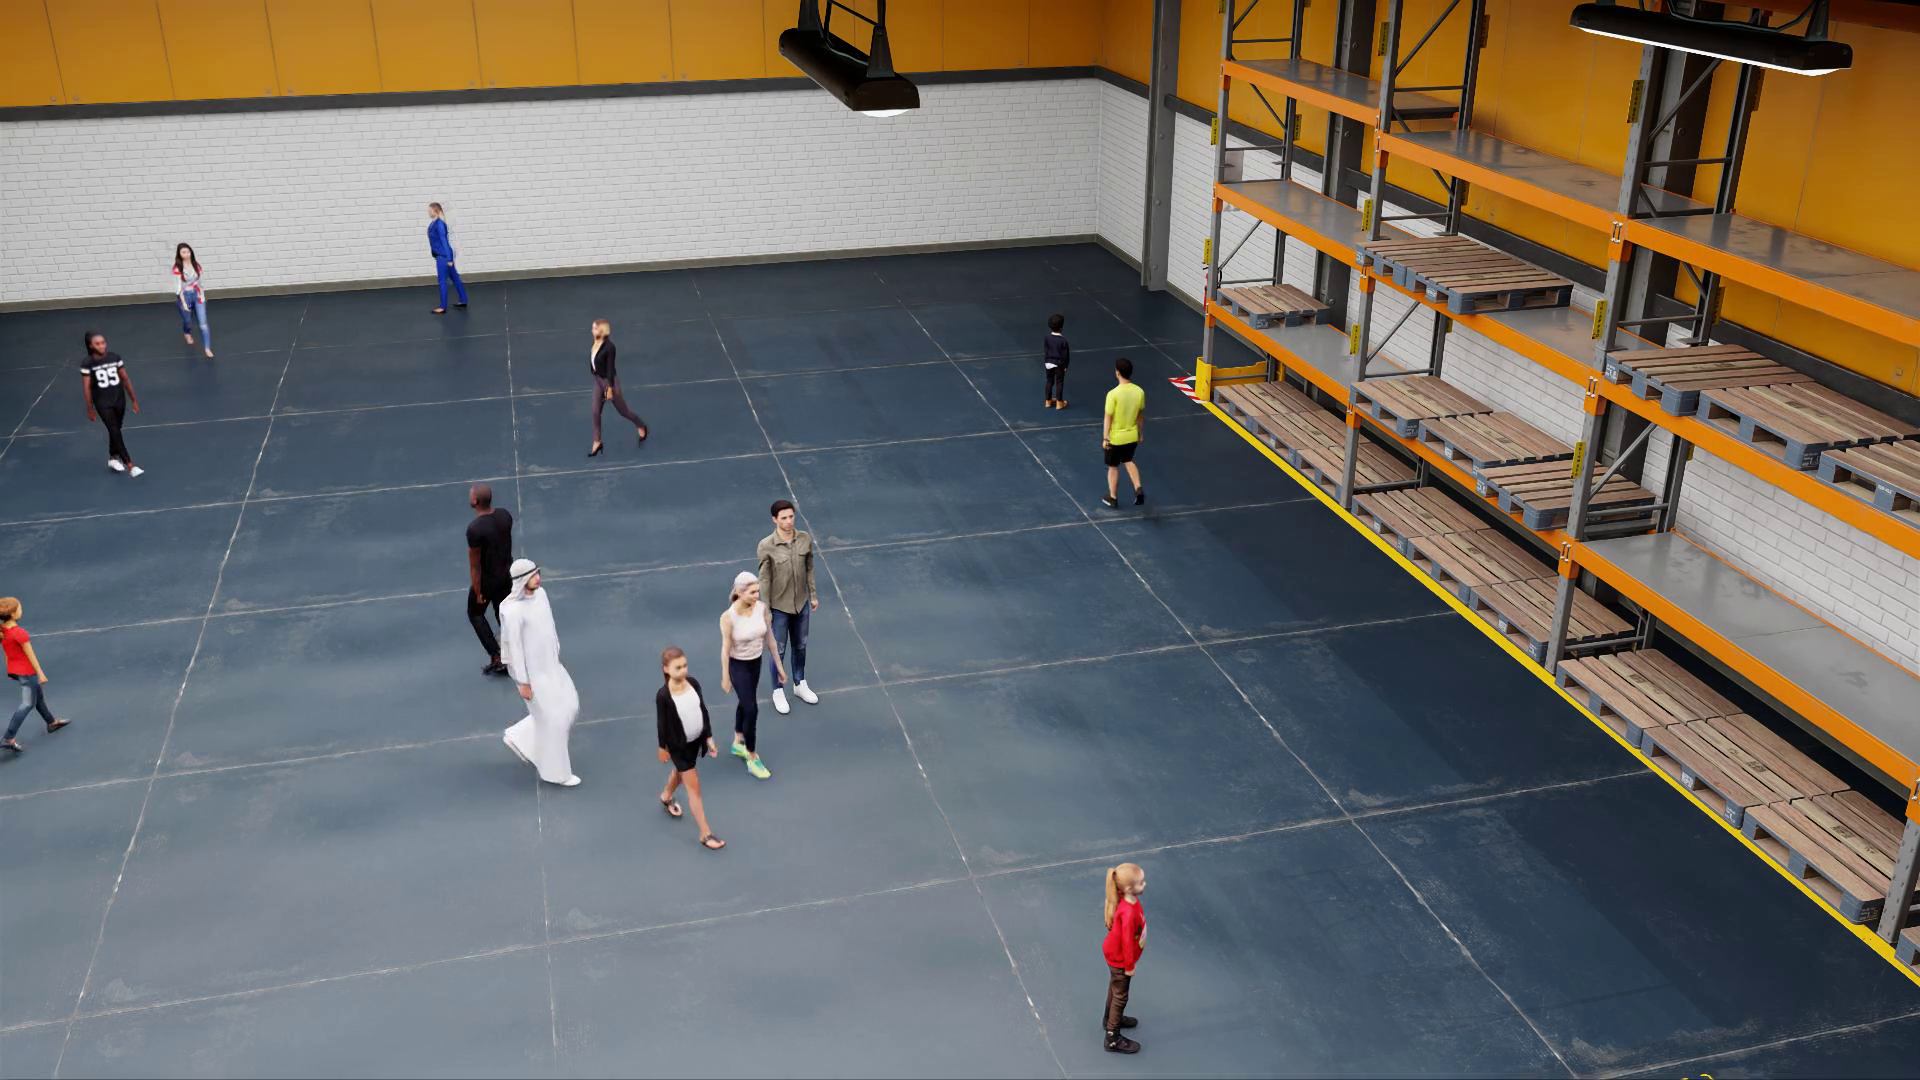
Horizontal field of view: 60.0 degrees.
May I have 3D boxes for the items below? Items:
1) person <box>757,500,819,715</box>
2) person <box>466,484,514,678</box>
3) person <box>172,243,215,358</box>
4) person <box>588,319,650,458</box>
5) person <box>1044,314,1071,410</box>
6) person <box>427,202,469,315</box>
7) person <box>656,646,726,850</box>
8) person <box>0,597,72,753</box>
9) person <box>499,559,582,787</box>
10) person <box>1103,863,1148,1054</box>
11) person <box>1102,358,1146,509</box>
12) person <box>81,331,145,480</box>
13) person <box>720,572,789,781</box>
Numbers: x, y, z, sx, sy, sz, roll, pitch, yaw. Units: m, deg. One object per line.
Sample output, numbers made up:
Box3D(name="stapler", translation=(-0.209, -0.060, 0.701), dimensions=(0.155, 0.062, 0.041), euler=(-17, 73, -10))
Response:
Box3D(name="person", translation=(-1.460, 0.530, 14.052), dimensions=(0.781, 1.865, 0.725), euler=(-16, 28, -32))
Box3D(name="person", translation=(-3.995, 0.379, 14.468), dimensions=(0.844, 1.809, 0.794), euler=(14, 27, 30))
Box3D(name="person", translation=(-10.810, -3.374, 23.339), dimensions=(0.841, 1.581, 1.128), euler=(-17, 29, -34))
Box3D(name="person", translation=(-4.070, -1.797, 19.669), dimensions=(1.091, 1.629, 1.025), euler=(20, 31, 38))
Box3D(name="person", translation=(1.228, -2.290, 21.303), dimensions=(0.567, 1.224, 0.639), euler=(16, 28, 33))
Box3D(name="person", translation=(-7.815, -4.314, 25.375), dimensions=(0.818, 1.673, 0.851), euler=(-9, 25, -20))
Box3D(name="person", translation=(-2.084, 1.470, 12.333), dimensions=(0.905, 1.520, 1.127), euler=(-22, 32, -40))
Box3D(name="person", translation=(-7.641, 1.099, 13.465), dimensions=(0.843, 1.293, 0.910), euler=(13, 27, 27))
Box3D(name="person", translation=(-3.345, 1.011, 12.896), dimensions=(0.991, 1.910, 0.982), euler=(5, 24, 12))
Box3D(name="person", translation=(0.997, 2.535, 10.195), dimensions=(0.600, 1.280, 0.494), euler=(1, 24, 2))
Box3D(name="person", translation=(1.807, -1.118, 18.034), dimensions=(0.715, 1.694, 0.867), euler=(-11, 26, -24))
Box3D(name="person", translation=(-9.759, -1.550, 19.029), dimensions=(1.207, 1.689, 1.067), euler=(17, 29, 34))
Box3D(name="person", translation=(-1.761, 0.999, 13.208), dimensions=(0.944, 1.682, 0.849), euler=(18, 29, 35))
